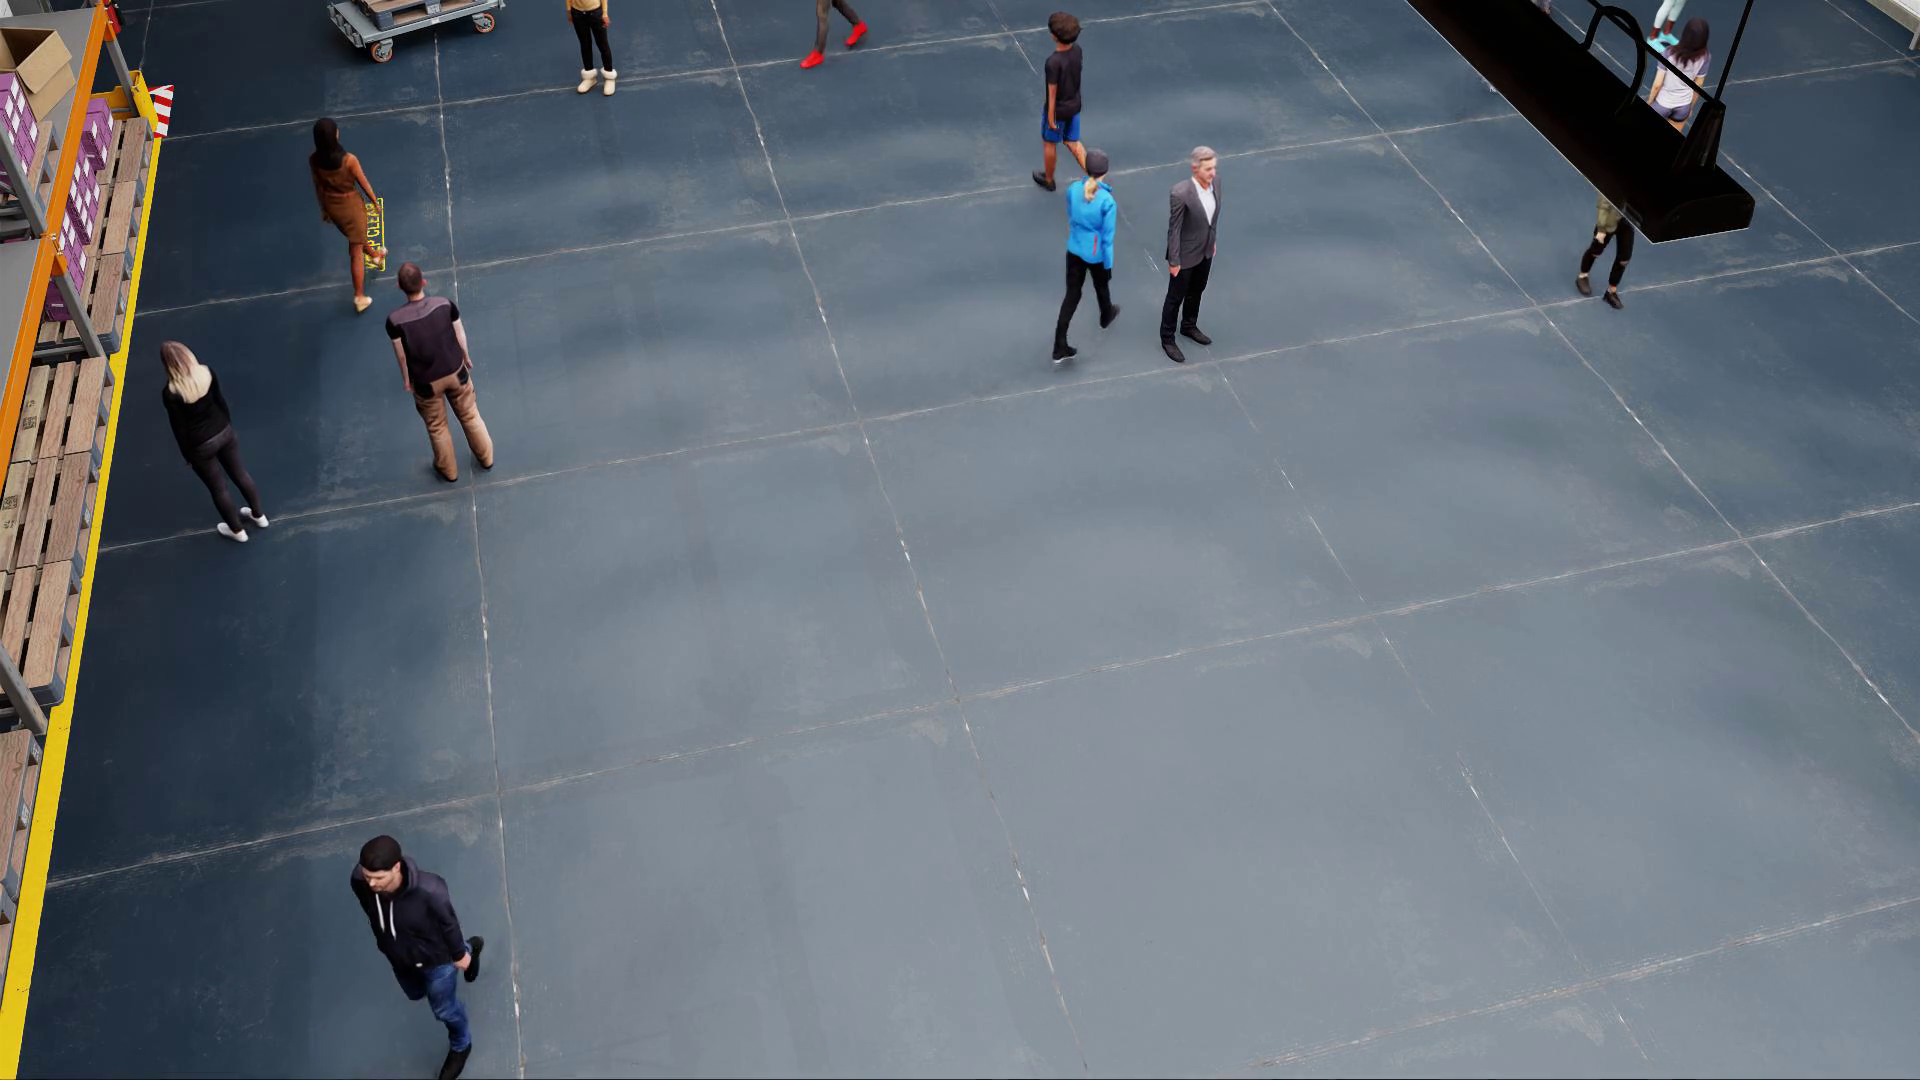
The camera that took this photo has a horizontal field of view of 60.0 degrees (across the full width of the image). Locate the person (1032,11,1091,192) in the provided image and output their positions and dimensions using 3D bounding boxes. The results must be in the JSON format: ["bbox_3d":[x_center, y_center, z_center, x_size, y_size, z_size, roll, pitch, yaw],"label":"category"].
[{"bbox_3d":[0.990,-3.862,14.932,0.900,1.779,1.103,-32,52,-29],"label":"person"}]

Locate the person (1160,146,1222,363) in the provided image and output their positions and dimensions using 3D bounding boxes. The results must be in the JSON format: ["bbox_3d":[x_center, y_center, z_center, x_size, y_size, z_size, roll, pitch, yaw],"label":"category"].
[{"bbox_3d":[1.853,-2.319,13.270,0.800,1.837,0.787,-33,53,-30],"label":"person"}]

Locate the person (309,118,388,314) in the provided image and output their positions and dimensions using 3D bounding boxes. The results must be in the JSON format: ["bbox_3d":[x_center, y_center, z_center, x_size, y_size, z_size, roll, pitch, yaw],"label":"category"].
[{"bbox_3d":[-5.095,-2.641,13.746,0.862,1.648,1.122,6,44,6],"label":"person"}]

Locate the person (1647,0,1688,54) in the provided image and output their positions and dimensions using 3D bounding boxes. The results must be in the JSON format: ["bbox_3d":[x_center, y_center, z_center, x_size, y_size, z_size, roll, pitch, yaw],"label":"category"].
[{"bbox_3d":[7.442,-5.869,17.081,0.643,1.721,0.645,-28,50,-26],"label":"person"}]

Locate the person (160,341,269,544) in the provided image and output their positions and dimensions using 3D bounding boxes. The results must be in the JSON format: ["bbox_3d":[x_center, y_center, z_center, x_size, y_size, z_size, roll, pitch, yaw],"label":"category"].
[{"bbox_3d":[-5.254,-0.685,11.666,0.740,1.684,0.671,20,47,19],"label":"person"}]

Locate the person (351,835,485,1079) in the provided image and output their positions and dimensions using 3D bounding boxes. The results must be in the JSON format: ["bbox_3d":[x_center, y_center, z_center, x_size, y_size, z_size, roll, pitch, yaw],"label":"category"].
[{"bbox_3d":[-2.752,2.047,8.661,0.976,1.875,1.130,10,44,10],"label":"person"}]

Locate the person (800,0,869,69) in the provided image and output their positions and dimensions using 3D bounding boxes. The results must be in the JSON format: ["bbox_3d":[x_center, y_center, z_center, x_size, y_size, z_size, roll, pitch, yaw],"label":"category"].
[{"bbox_3d":[-1.272,-5.789,16.959,1.049,1.773,1.231,-30,51,-28],"label":"person"}]

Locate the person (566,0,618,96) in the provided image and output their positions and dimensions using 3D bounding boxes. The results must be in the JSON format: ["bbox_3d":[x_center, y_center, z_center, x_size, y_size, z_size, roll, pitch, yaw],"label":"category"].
[{"bbox_3d":[-3.680,-5.237,16.465,0.677,1.656,0.692,7,44,7],"label":"person"}]

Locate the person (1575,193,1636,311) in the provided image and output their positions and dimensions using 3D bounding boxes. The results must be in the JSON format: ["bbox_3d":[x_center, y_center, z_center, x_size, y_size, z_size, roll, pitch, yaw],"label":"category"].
[{"bbox_3d":[5.452,-2.694,13.941,0.618,1.456,0.765,-6,44,-6],"label":"person"}]

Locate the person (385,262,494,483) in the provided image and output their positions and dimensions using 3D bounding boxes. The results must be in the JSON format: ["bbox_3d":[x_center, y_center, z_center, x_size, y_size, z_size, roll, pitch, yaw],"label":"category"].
[{"bbox_3d":[-3.812,-1.223,12.118,0.743,1.841,0.687,-22,48,-22],"label":"person"}]

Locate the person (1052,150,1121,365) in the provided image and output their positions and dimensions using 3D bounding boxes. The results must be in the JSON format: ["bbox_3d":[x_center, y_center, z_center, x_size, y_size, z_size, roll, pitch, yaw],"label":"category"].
[{"bbox_3d":[0.949,-2.201,13.211,1.198,1.749,1.186,29,51,27],"label":"person"}]

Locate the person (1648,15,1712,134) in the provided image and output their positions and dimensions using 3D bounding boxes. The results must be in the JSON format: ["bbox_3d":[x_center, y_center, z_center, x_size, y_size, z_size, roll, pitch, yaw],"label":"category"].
[{"bbox_3d":[6.423,-3.926,15.033,0.654,1.732,0.640,6,44,6],"label":"person"}]
